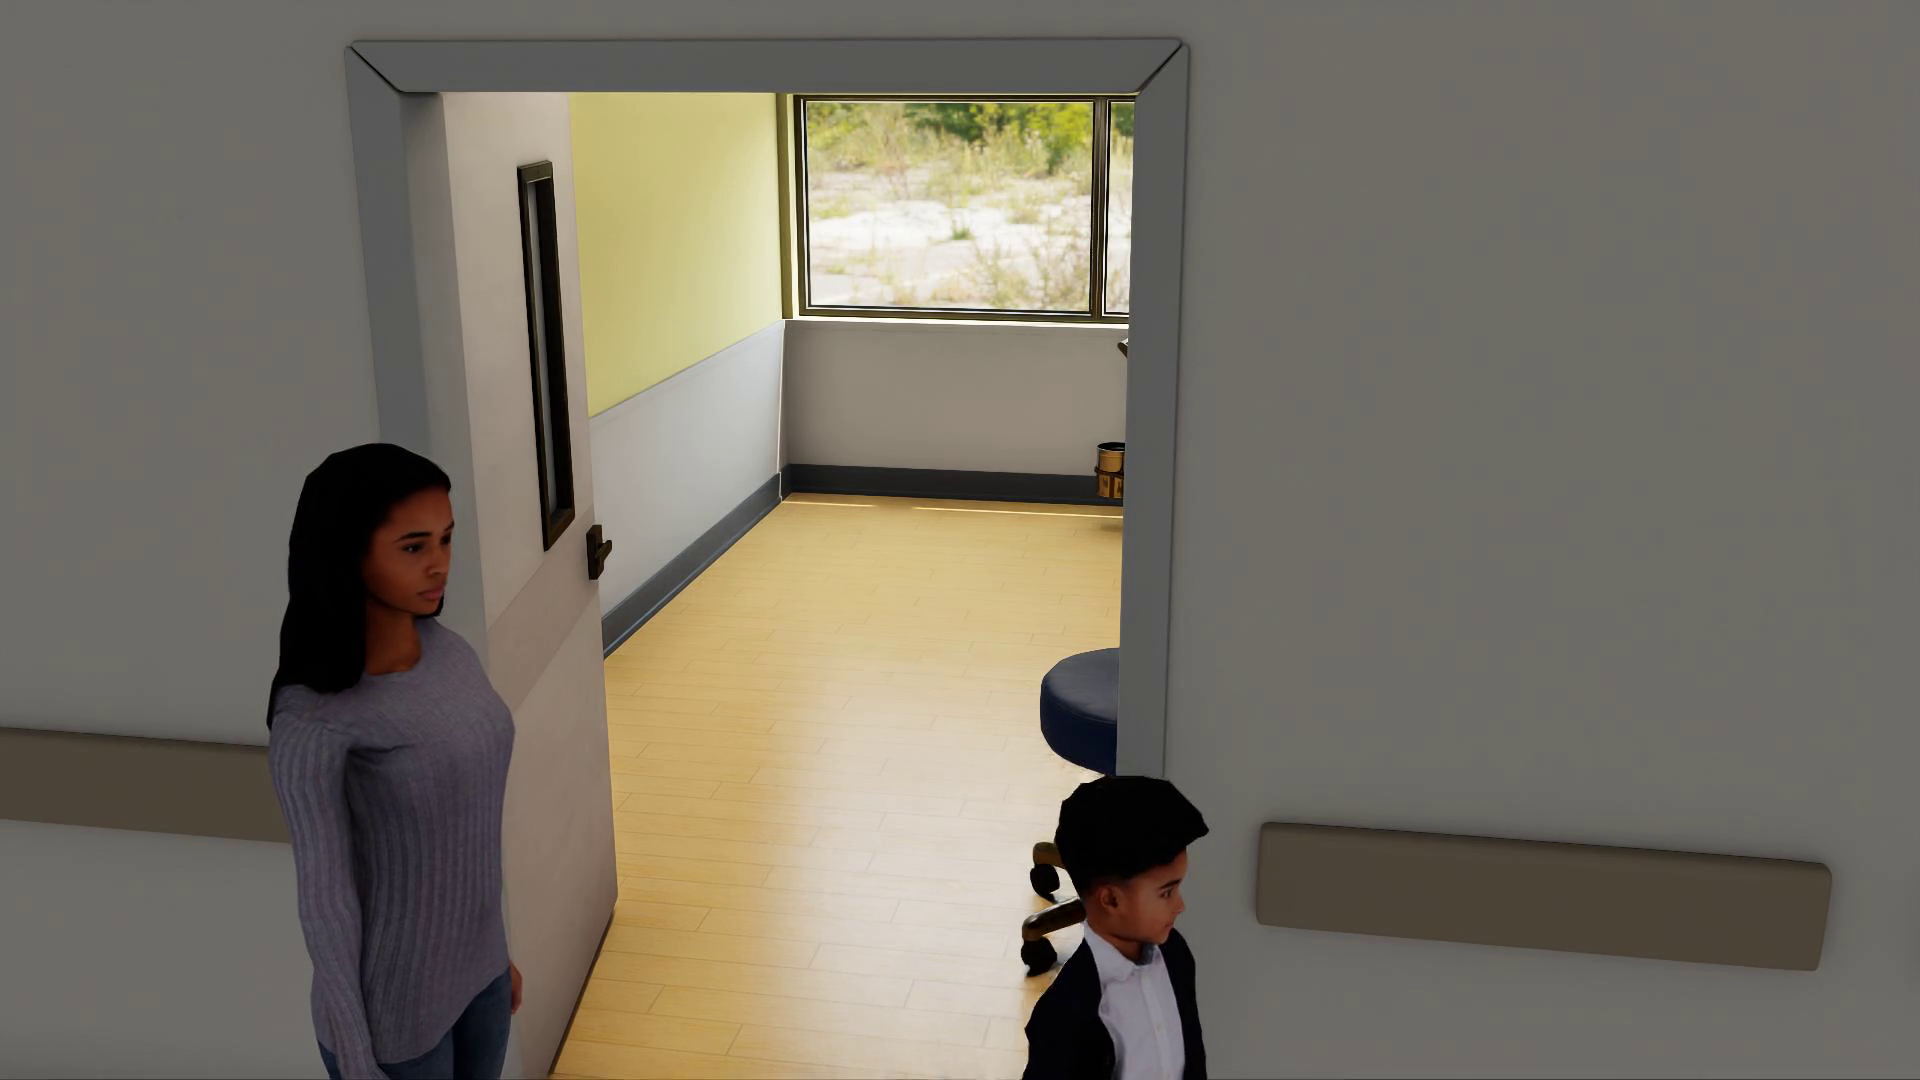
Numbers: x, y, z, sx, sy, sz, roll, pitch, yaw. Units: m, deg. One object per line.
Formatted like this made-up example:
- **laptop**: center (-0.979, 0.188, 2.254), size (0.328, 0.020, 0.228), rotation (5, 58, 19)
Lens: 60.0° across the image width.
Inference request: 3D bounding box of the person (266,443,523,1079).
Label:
- **person**: center (-0.871, 0.702, 2.607), size (0.518, 1.741, 0.608), rotation (3, 16, 11)

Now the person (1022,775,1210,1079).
- **person**: center (0.185, 0.948, 2.722), size (0.783, 1.205, 0.689), rotation (14, 21, 40)
